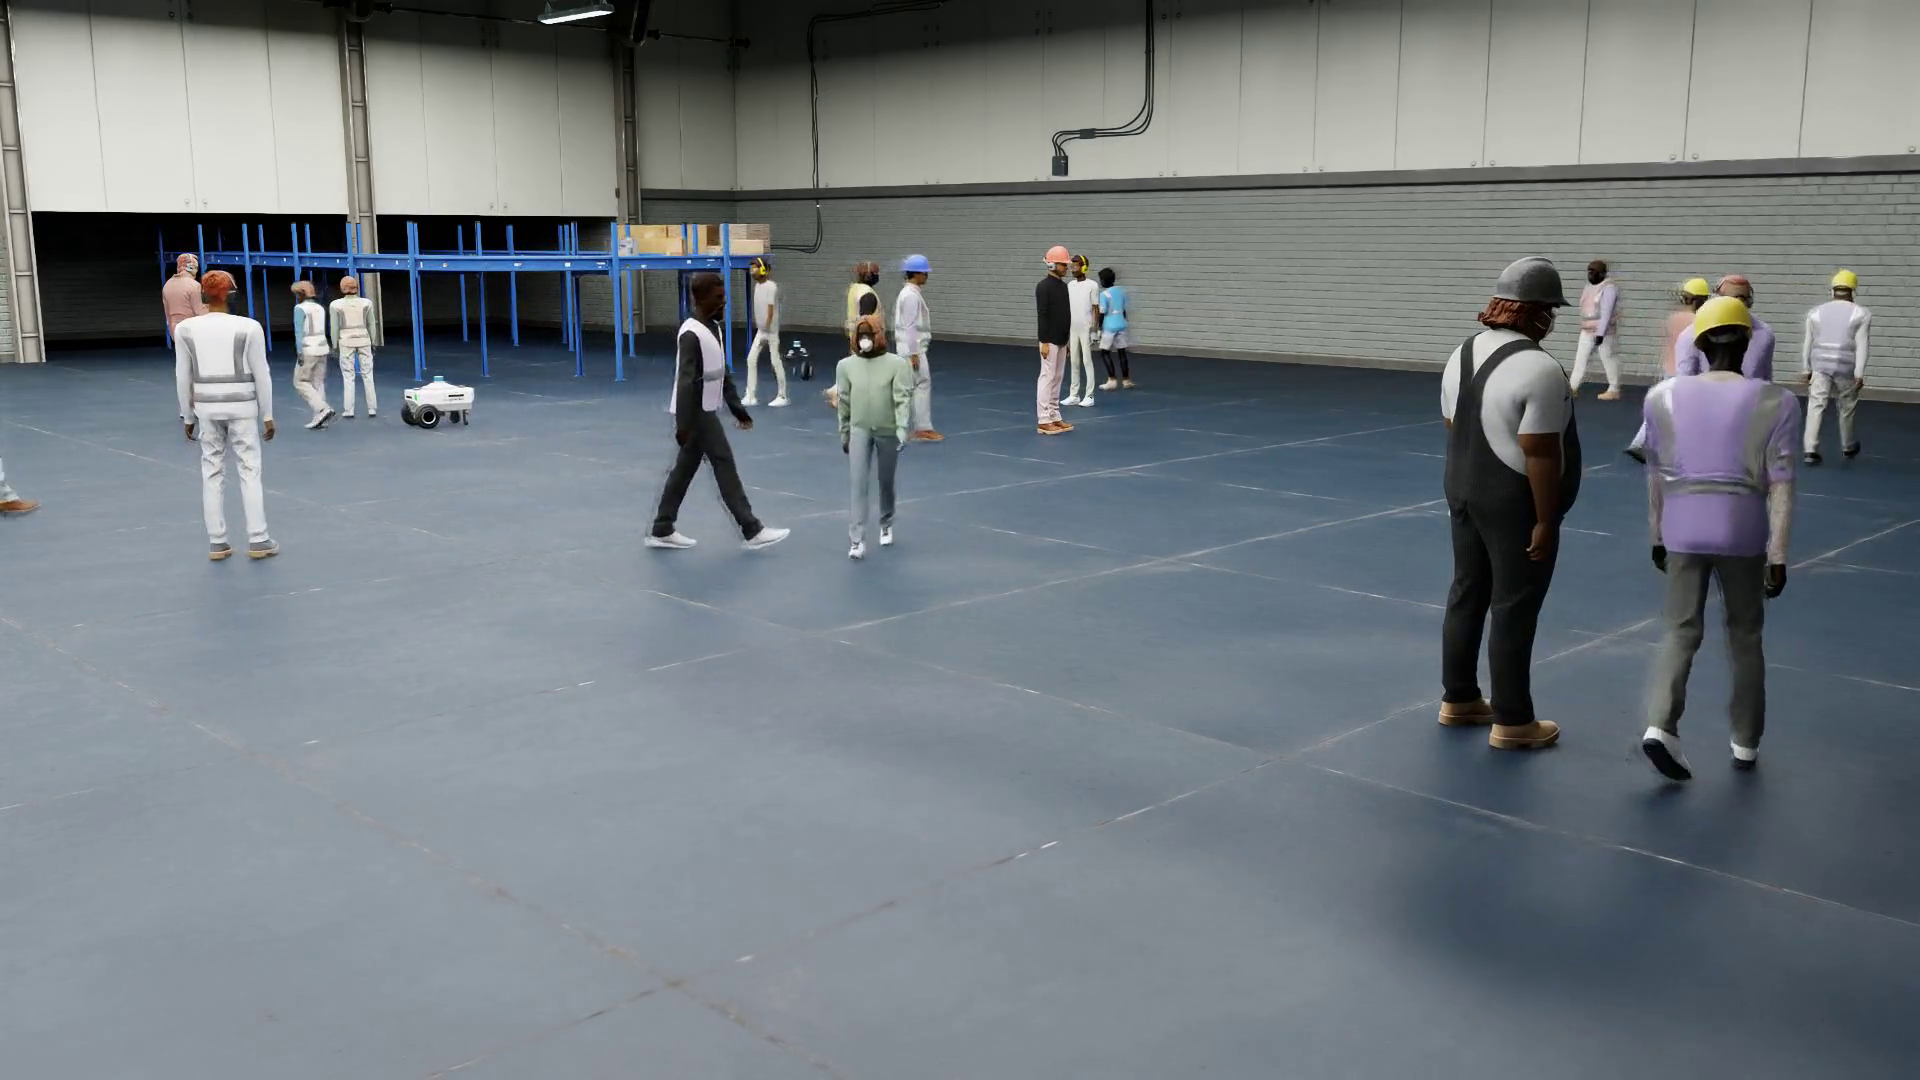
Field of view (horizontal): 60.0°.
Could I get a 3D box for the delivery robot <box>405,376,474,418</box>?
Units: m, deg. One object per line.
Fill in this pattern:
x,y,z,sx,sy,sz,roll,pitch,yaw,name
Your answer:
-5.821,-1.592,18.624,0.707,0.478,0.477,-8,13,-37,delivery robot

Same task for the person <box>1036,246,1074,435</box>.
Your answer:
1.022,-2.147,17.862,0.386,1.992,0.622,5,12,26,person

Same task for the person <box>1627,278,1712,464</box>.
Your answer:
6.626,-1.547,15.343,0.888,1.727,0.527,-2,11,-8,person

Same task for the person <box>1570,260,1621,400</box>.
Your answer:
8.165,-2.681,21.346,0.905,1.792,0.647,-3,11,-17,person

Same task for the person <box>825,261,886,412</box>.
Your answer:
-1.164,-2.353,19.476,0.729,1.814,0.622,-4,11,-21,person

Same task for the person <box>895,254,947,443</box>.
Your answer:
-0.546,-1.970,17.094,0.750,1.926,0.613,-1,10,-5,person

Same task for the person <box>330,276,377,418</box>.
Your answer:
-7.058,-2.247,19.379,0.514,1.640,0.310,-6,12,-31,person

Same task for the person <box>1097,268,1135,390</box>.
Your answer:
2.155,-2.909,22.932,0.731,1.663,0.318,-9,14,-40,person

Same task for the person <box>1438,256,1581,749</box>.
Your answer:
2.334,-0.154,6.982,0.536,2.000,0.676,-3,11,-18,person

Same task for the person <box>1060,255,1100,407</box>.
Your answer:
1.502,-2.597,20.669,0.528,1.865,0.313,10,15,44,person

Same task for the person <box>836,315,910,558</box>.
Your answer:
-0.580,-0.711,11.147,0.502,1.589,0.844,1,10,3,person

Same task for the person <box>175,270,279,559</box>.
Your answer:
-4.807,-0.819,10.921,0.584,1.882,0.337,-1,10,-6,person

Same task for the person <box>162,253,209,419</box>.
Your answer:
-8.861,-2.347,19.209,0.638,1.902,0.407,6,12,29,person

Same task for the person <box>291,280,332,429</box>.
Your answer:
-7.081,-2.018,18.157,0.406,1.617,0.547,2,11,13,person

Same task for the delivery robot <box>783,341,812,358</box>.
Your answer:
-2.423,-2.842,24.733,0.335,0.223,0.698,3,11,14,delivery robot

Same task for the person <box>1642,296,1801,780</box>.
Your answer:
2.932,-0.004,6.505,0.588,1.880,0.774,6,12,31,person

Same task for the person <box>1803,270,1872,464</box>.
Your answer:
8.143,-1.600,15.457,0.980,1.776,0.609,-10,14,-42,person

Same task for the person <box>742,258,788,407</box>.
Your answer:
-2.457,-2.541,20.479,0.842,1.830,0.542,-10,14,-42,person

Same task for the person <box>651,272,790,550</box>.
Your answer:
-1.667,-0.859,11.205,0.986,1.864,0.593,0,10,1,person

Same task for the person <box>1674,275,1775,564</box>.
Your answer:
4.929,-0.768,10.725,0.666,1.850,1.008,1,10,4,person

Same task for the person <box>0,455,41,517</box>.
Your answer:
-7.591,-1.109,12.474,0.990,1.903,0.642,-5,12,-26,person
